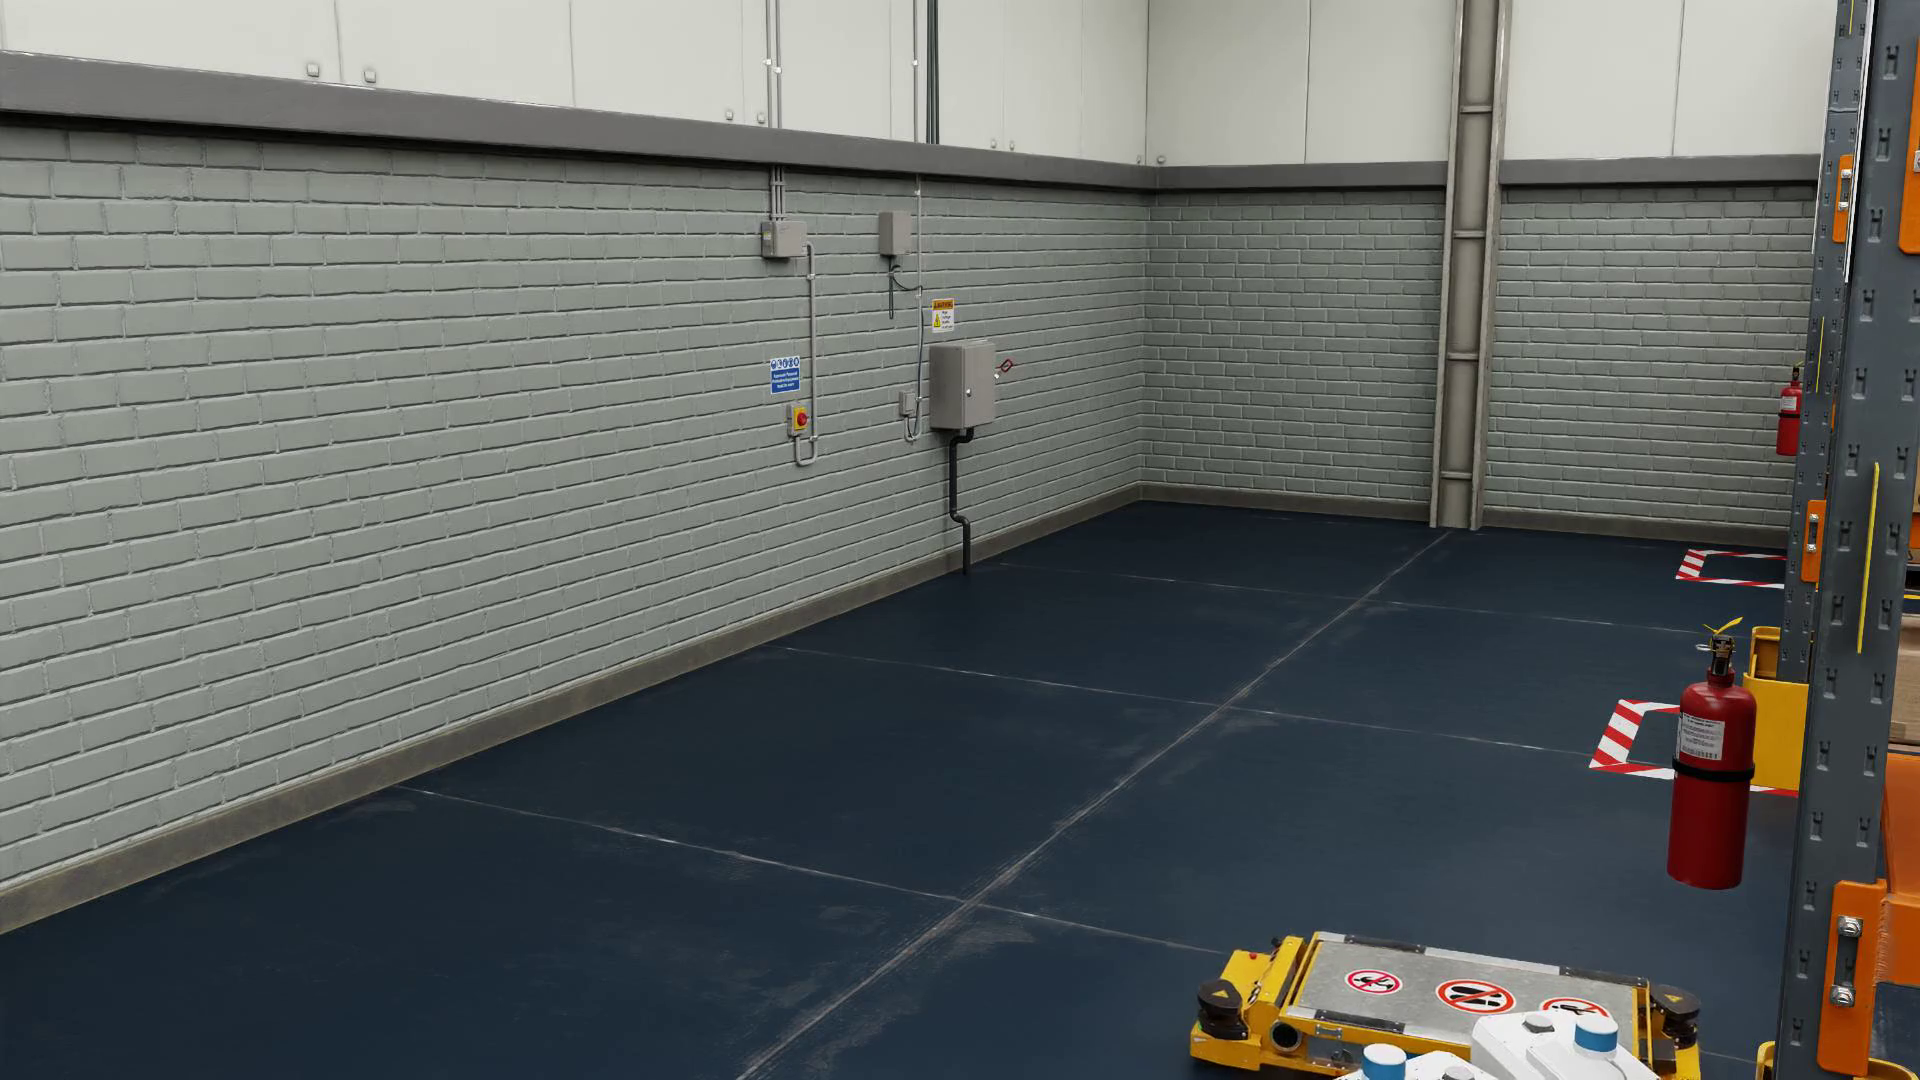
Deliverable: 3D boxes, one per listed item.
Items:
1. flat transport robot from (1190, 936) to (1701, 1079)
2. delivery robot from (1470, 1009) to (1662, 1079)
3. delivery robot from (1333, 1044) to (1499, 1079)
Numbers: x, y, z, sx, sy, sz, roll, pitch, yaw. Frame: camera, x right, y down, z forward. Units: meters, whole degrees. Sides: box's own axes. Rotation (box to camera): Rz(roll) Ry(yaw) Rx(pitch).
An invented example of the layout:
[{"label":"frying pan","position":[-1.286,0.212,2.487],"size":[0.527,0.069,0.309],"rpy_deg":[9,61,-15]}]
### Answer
[{"label":"flat transport robot","position":[1.478,1.469,5.065],"size":[1.431,0.197,0.652],"rpy_deg":[4,11,21]},{"label":"delivery robot","position":[1.589,1.440,4.190],"size":[0.477,0.478,0.707],"rpy_deg":[-2,11,-11]},{"label":"delivery robot","position":[1.020,1.468,4.036],"size":[0.707,0.478,0.477],"rpy_deg":[-6,12,-29]}]
